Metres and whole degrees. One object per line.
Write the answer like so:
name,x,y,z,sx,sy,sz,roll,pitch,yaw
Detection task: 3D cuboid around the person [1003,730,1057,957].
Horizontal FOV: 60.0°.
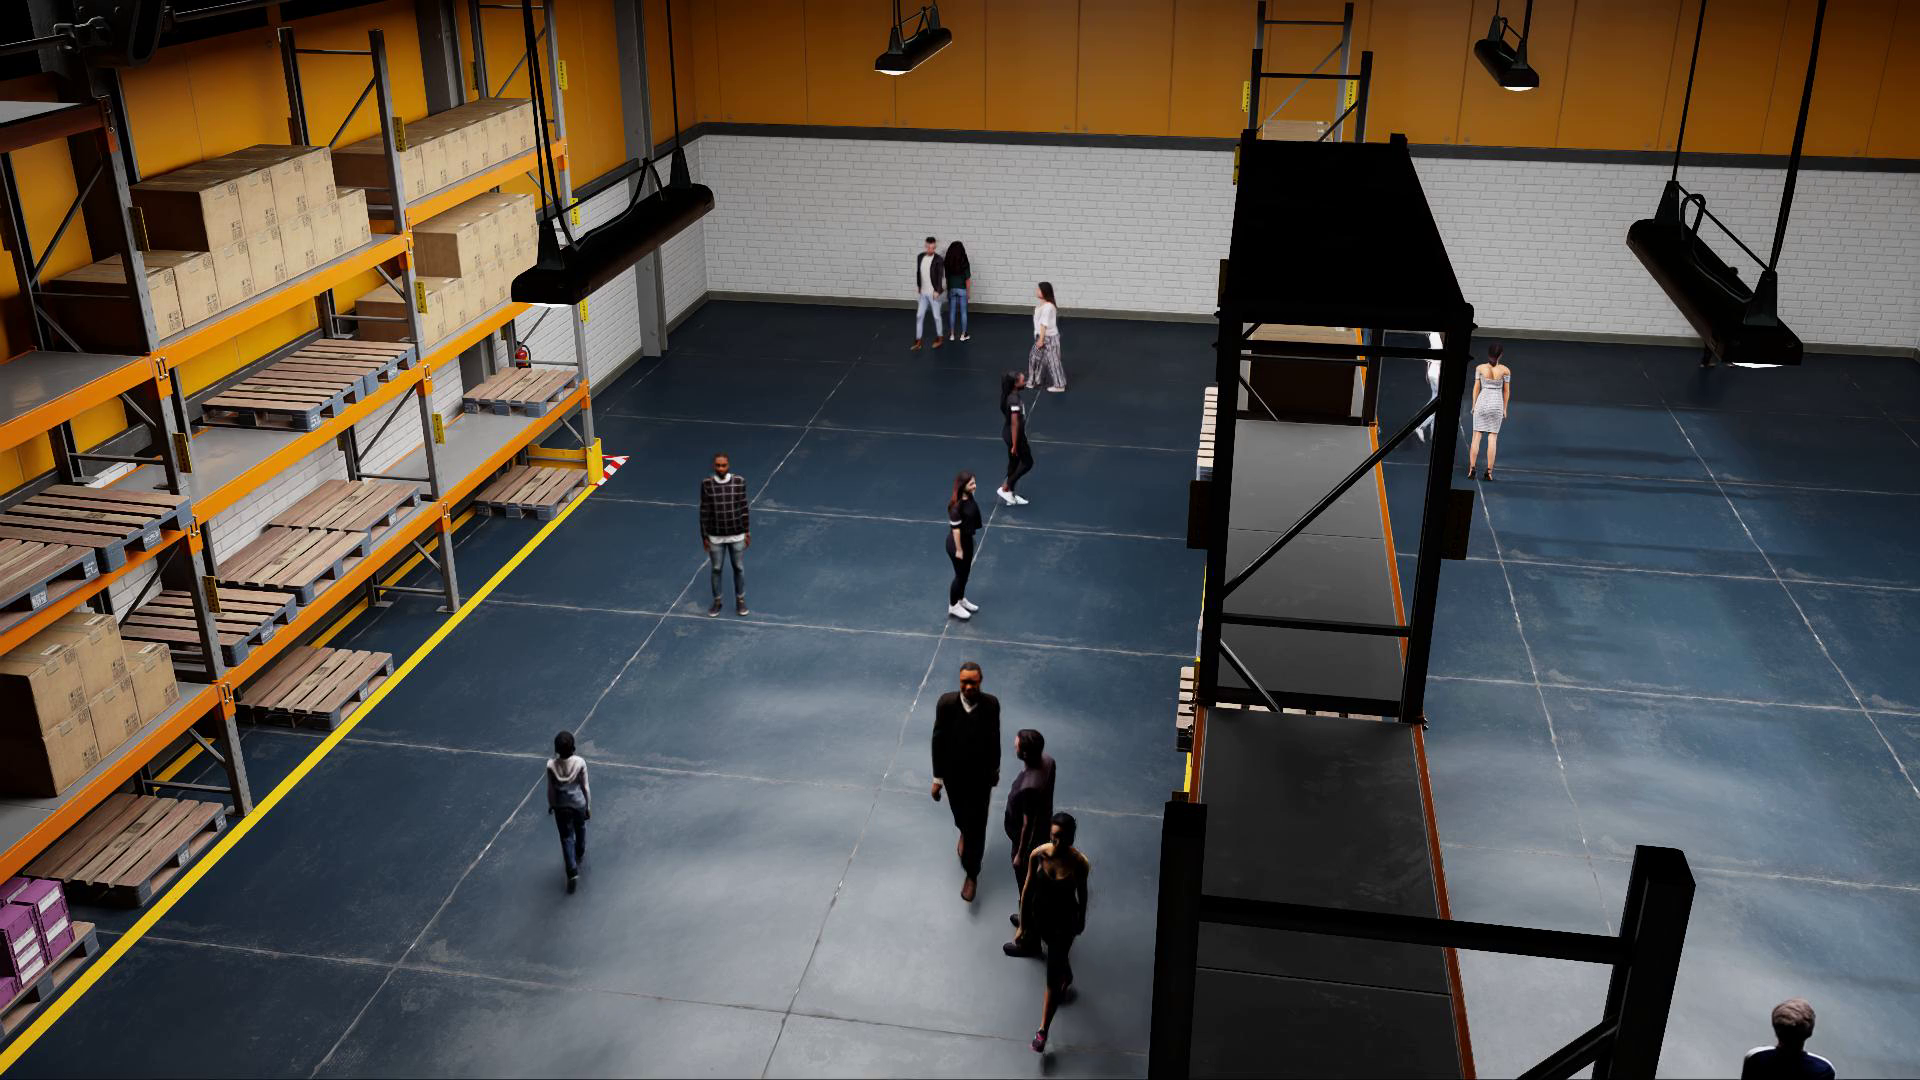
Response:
person,0.530,2.196,12.244,0.777,1.845,0.521,5,24,12

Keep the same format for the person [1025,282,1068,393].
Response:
person,1.357,-2.943,24.248,0.840,1.646,0.963,0,24,1

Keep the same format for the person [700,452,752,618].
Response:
person,-2.459,-0.084,17.491,0.728,1.820,0.661,-3,24,-7

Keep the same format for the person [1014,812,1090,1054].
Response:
person,0.689,2.594,11.546,0.749,1.675,1.217,9,25,20

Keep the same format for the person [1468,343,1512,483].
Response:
person,6.672,-1.619,20.999,0.647,1.822,0.620,11,26,23

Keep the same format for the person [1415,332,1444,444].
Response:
person,6.355,-2.155,22.209,1.021,1.836,1.015,-11,26,-24

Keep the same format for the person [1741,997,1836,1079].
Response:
person,4.634,3.405,9.489,0.628,1.836,0.538,5,24,11

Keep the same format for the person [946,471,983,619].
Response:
person,0.012,0.024,17.475,0.703,1.636,0.567,8,25,18

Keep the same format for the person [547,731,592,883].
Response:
person,-3.100,2.113,13.175,0.715,1.251,0.932,-6,24,-14

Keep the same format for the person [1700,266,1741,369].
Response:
person,11.553,-3.365,25.302,0.950,1.575,0.957,-7,25,-17

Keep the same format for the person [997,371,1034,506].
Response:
person,0.591,-1.222,20.215,0.774,1.723,0.687,-2,24,-5

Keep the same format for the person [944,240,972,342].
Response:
person,-0.037,-4.015,26.737,0.607,1.617,0.603,6,24,13

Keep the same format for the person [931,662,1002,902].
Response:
person,0.047,1.790,13.155,0.752,1.859,1.237,2,24,4

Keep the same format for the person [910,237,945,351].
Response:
person,-0.414,-3.920,26.290,0.848,1.802,1.010,13,27,27
